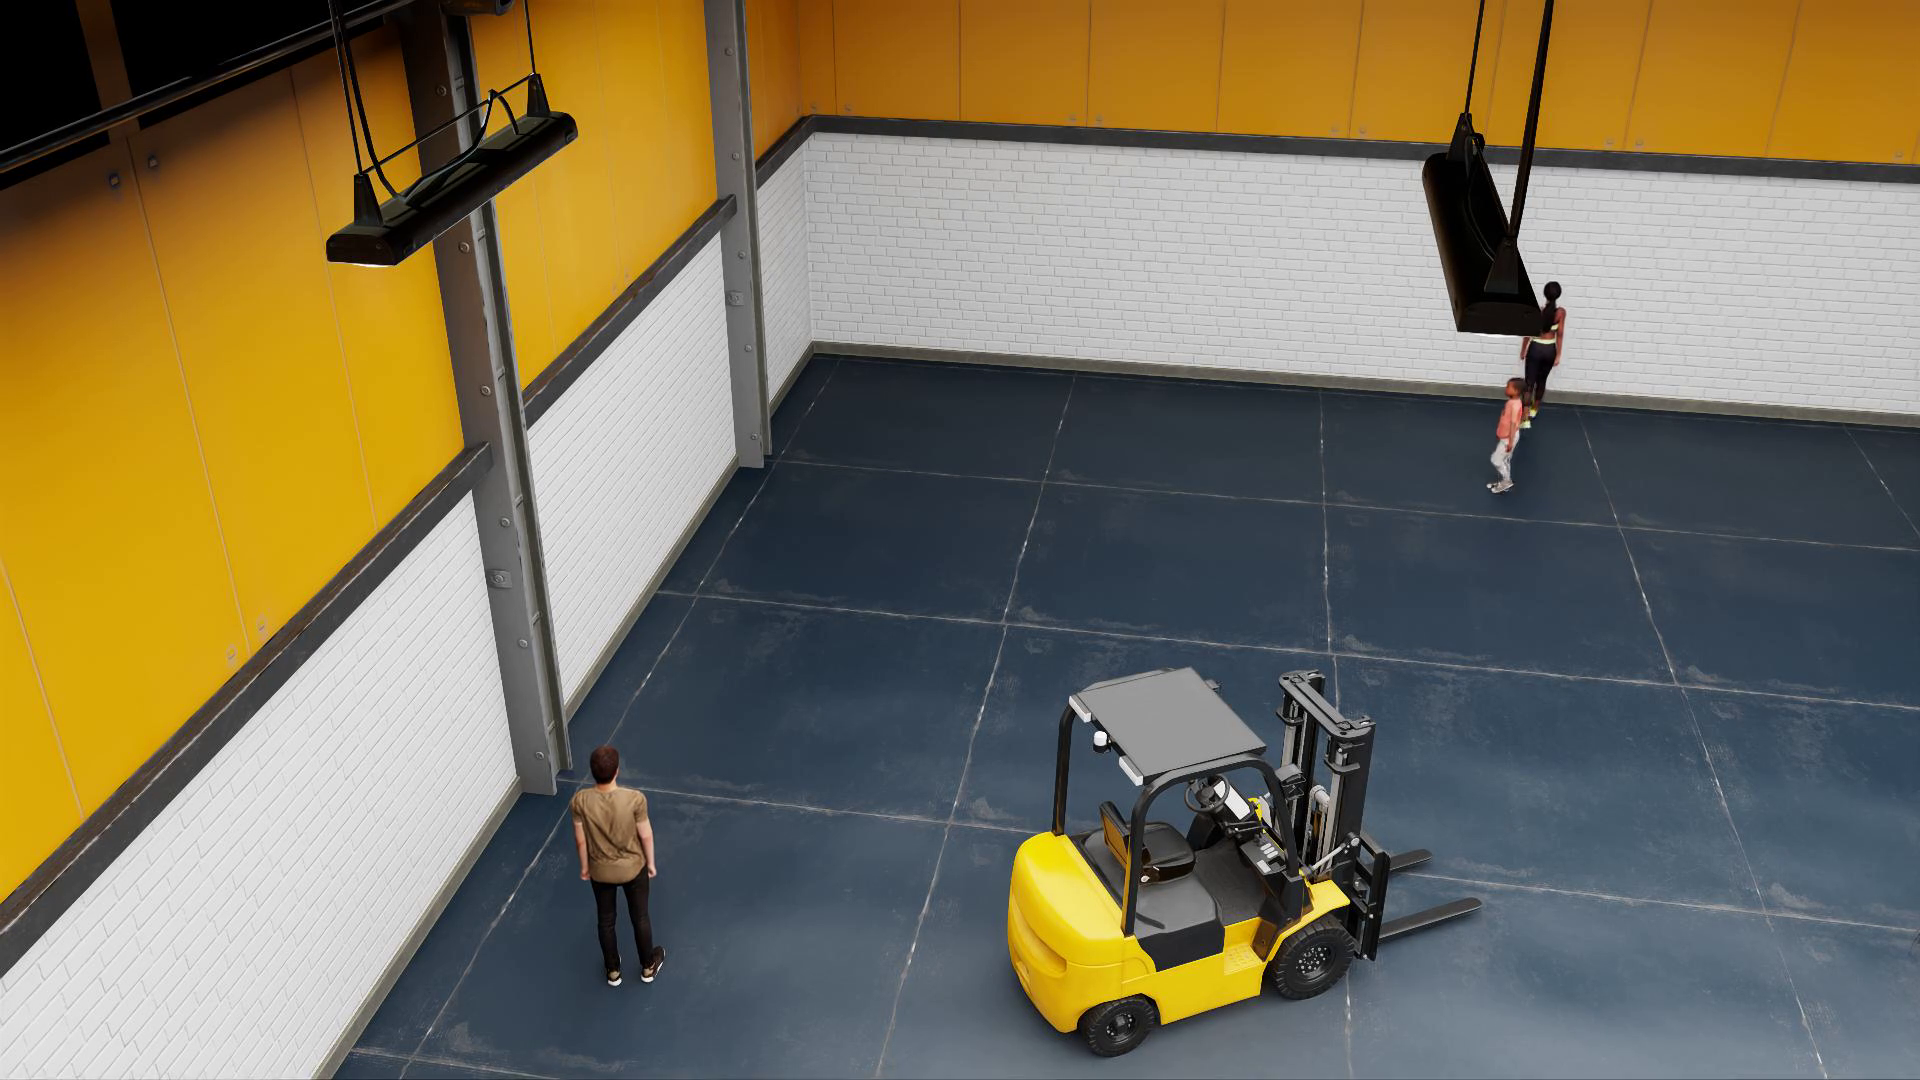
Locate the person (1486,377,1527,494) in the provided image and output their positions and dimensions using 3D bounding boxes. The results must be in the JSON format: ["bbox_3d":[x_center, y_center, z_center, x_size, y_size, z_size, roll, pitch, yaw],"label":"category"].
[{"bbox_3d":[5.868,-1.098,17.608,0.574,1.303,0.444,7,29,12],"label":"person"}]

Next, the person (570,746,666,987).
[{"bbox_3d":[-2.286,2.164,11.057,0.713,1.851,0.643,-2,29,-3],"label":"person"}]

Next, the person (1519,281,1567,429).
[{"bbox_3d":[6.613,-2.070,18.952,0.614,1.722,1.050,6,29,11],"label":"person"}]
